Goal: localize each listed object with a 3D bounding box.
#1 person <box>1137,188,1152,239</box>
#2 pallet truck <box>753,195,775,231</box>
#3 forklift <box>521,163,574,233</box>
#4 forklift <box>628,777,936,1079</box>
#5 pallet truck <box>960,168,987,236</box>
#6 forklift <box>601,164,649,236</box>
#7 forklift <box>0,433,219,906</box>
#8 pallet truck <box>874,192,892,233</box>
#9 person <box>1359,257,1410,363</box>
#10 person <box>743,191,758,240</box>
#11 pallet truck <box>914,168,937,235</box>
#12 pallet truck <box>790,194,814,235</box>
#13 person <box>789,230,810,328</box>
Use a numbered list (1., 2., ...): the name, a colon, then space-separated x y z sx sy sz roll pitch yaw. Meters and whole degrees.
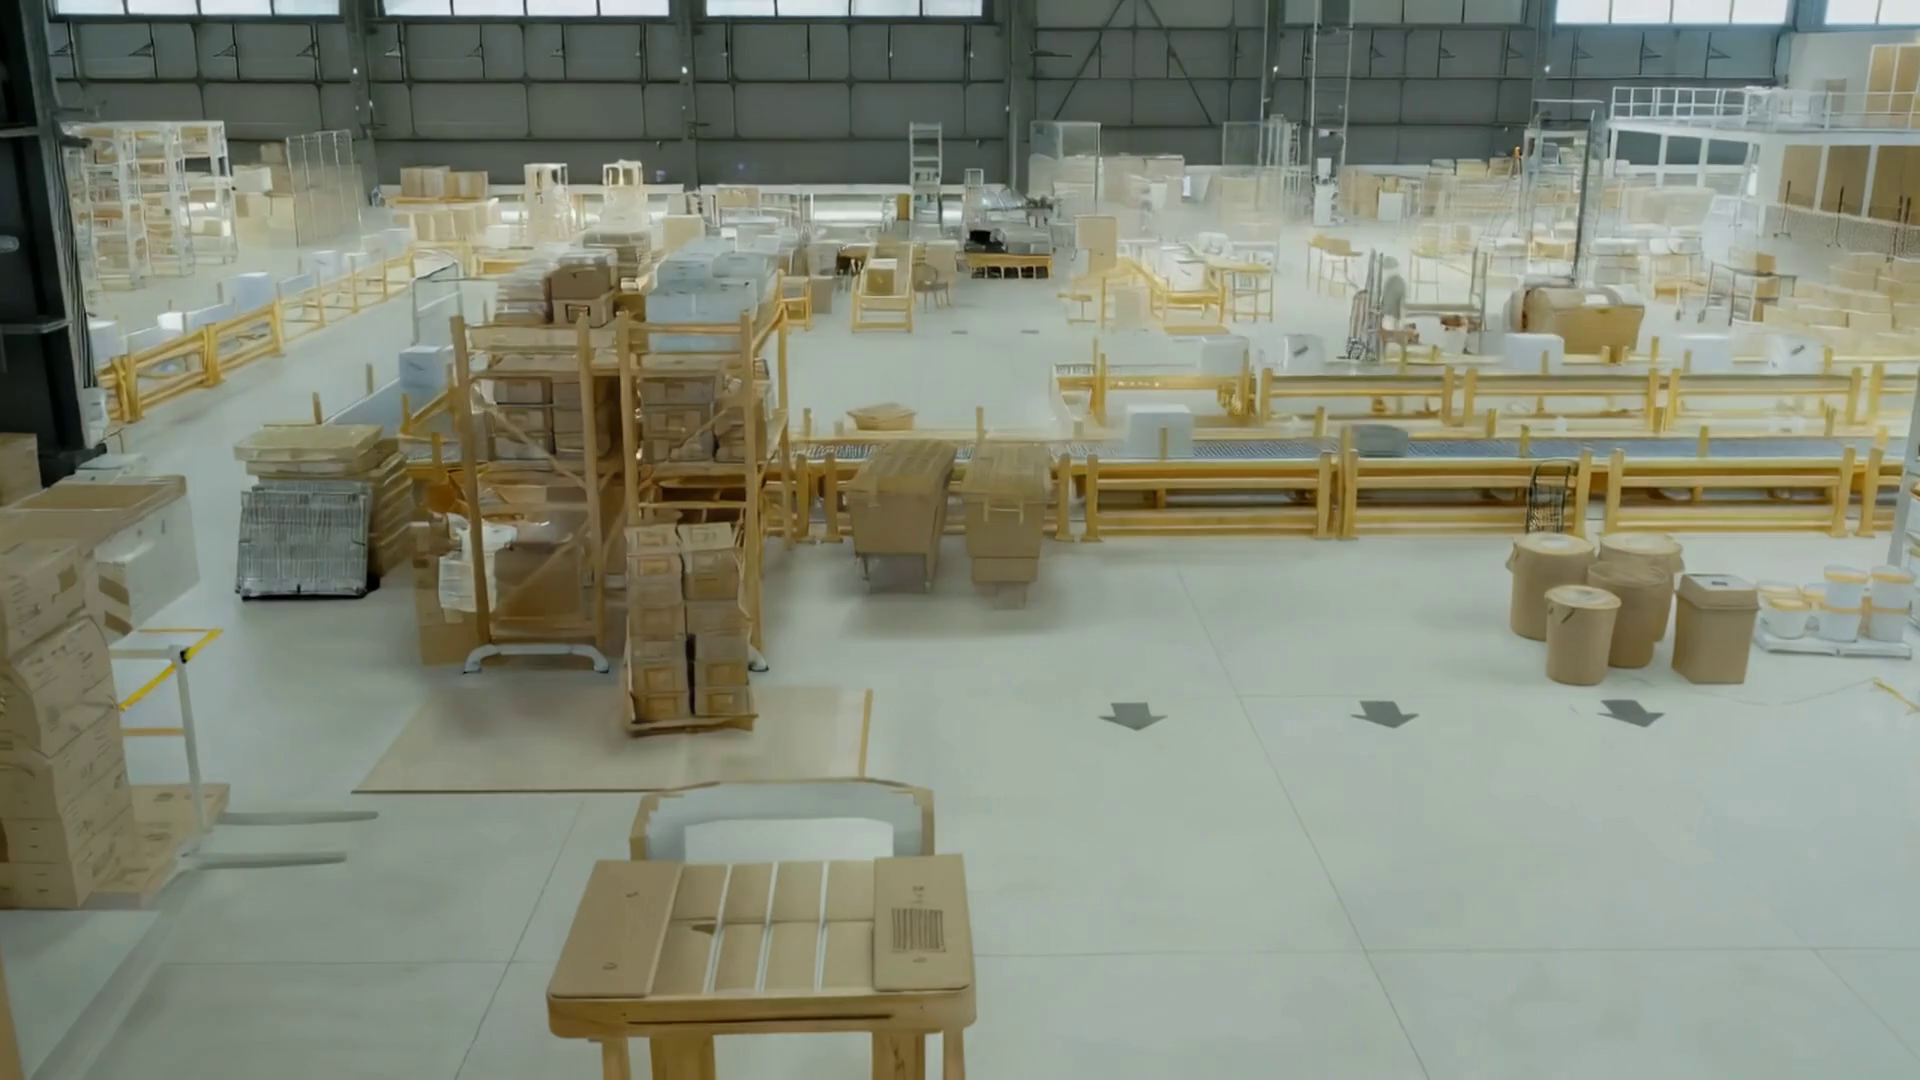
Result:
1. person: 4.726 -7.825 41.807 0.785 2.025 0.613 3 16 10
2. pallet truck: -6.051 -9.967 50.660 0.680 1.201 1.601 0 16 -1
3. forklift: -12.233 -10.122 49.298 1.157 1.987 2.680 0 16 -1
4. forklift: -0.542 2.165 5.552 1.129 2.768 1.873 -1 16 -2
5. pallet truck: 0.383 -10.230 50.206 0.823 1.965 1.885 -1 16 -3
6. forklift: -9.948 -10.127 49.296 1.157 1.987 2.680 -1 16 -3
7. forklift: -5.952 0.780 10.366 1.873 2.768 1.129 0 16 -1
8. pallet truck: -2.277 -9.986 50.594 0.653 1.274 1.630 0 16 -1
9. person: 7.297 -3.848 28.235 0.976 1.880 0.541 -2 16 -8
10. person: -5.592 -8.560 44.879 0.927 1.719 0.539 -9 18 -28
11. pallet truck: -0.989 -10.316 50.507 0.823 1.965 1.885 1 16 3
12. pallet truck: -4.814 -9.883 50.259 0.704 1.261 1.522 -1 16 -3
13. person: -3.149 -5.106 32.582 0.395 1.899 0.645 0 16 -1
